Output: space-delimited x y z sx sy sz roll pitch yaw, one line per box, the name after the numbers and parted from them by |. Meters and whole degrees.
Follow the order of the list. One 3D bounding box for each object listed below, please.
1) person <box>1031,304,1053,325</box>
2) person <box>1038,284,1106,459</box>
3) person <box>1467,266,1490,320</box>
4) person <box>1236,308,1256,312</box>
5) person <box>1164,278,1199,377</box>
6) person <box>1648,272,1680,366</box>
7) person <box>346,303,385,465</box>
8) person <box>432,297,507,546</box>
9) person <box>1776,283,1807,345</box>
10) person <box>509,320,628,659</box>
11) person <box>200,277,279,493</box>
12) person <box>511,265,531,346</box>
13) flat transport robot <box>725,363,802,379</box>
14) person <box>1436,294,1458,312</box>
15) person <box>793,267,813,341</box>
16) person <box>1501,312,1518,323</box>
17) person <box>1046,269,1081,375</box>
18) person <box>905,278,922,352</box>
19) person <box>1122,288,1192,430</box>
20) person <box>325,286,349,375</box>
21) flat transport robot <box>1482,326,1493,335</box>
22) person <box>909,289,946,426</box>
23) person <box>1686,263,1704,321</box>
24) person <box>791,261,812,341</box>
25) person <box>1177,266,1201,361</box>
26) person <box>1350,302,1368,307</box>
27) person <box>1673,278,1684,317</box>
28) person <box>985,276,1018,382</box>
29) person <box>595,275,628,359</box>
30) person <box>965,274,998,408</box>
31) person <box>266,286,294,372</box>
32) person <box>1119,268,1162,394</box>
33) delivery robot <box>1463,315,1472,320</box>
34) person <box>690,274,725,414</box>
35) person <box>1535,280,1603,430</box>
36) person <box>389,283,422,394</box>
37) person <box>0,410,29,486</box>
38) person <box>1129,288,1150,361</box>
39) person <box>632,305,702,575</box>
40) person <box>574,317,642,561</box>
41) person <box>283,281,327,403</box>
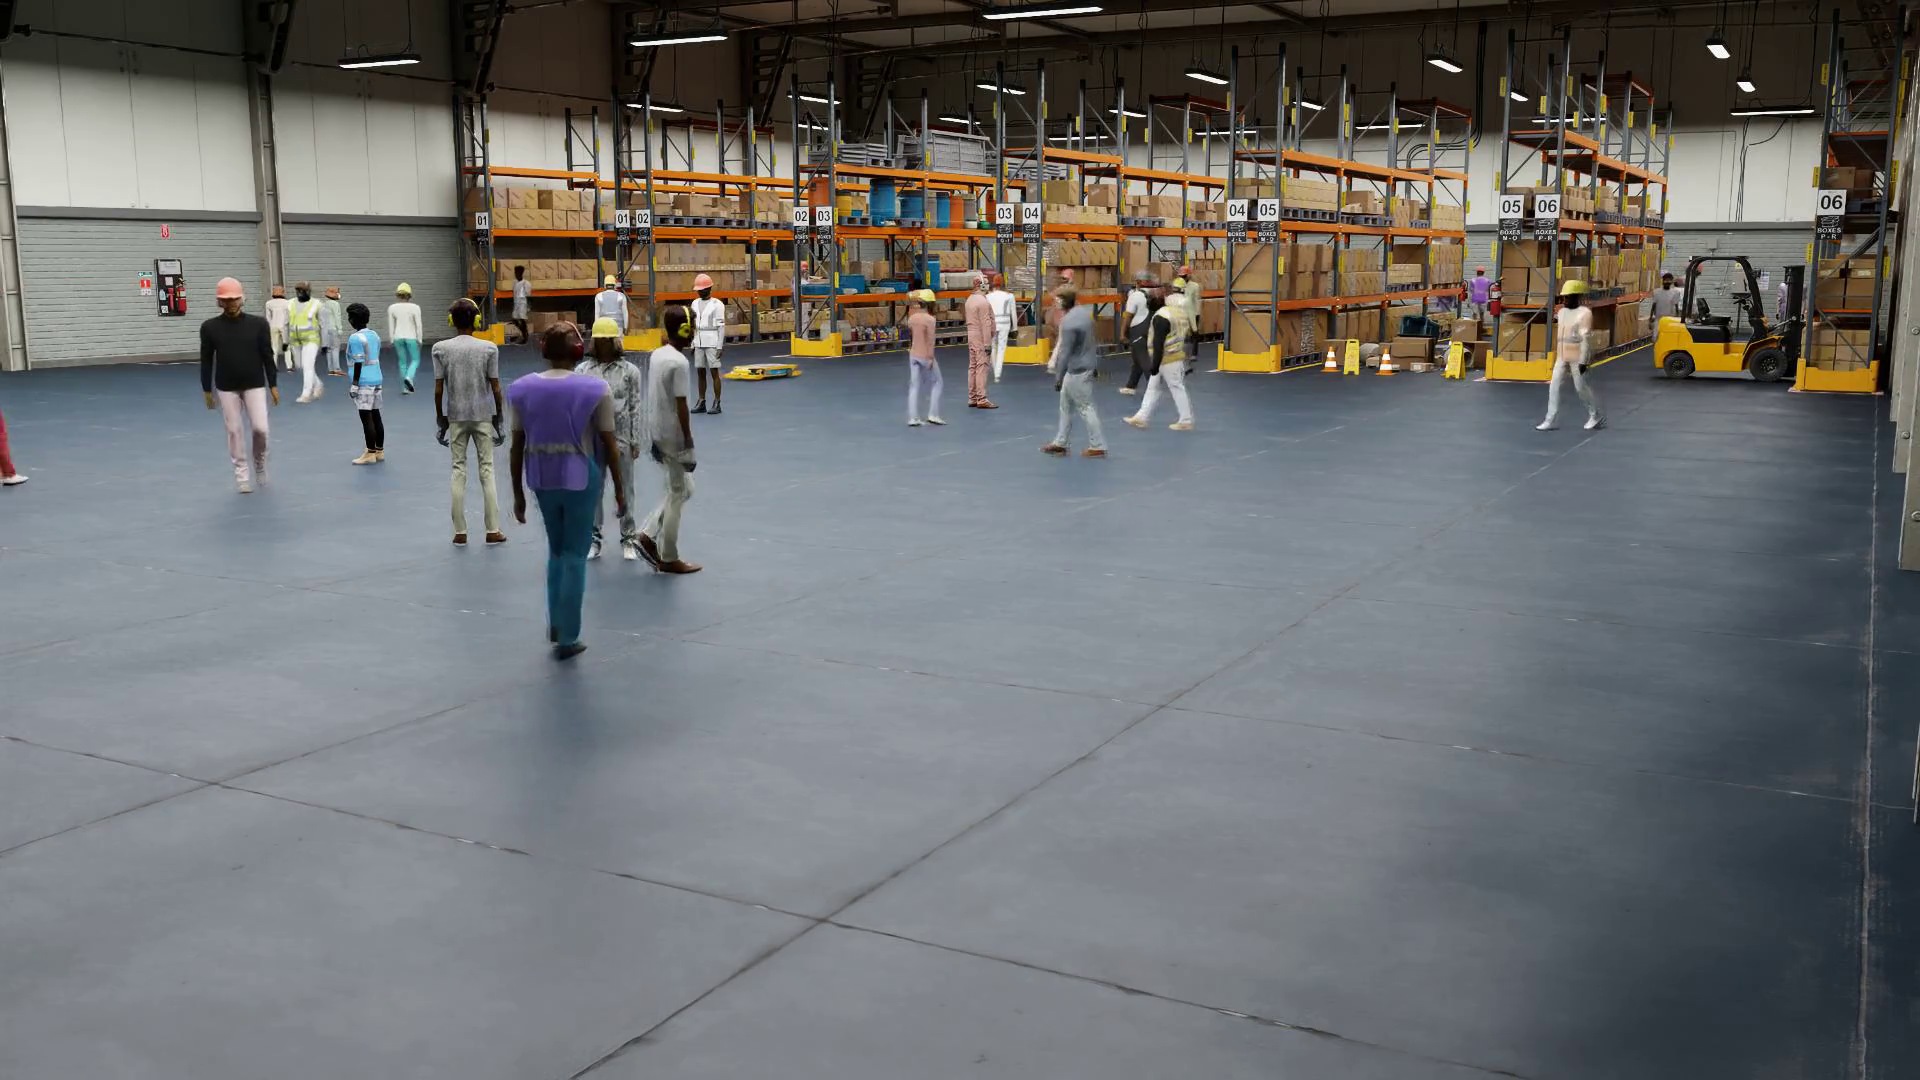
1.912 -5.208 37.668 0.625 1.934 0.363 0 10 1 | person
1.182 -1.794 17.805 0.840 1.881 0.707 3 10 15 | person
14.184 -6.541 45.510 0.583 1.901 0.639 2 10 12 | person
6.790 -5.340 39.297 0.540 1.620 0.560 7 12 35 | person
3.946 -3.770 29.655 0.937 1.778 0.588 -8 12 -38 | person
13.752 -4.289 32.477 0.565 1.856 0.387 5 11 26 | person
-6.228 -1.631 17.408 0.319 1.693 0.532 0 10 3 | person
-3.688 -0.884 12.520 0.514 1.870 0.328 -2 10 -9 | person
18.455 -5.082 36.952 0.585 1.918 0.378 5 11 27 | person
-2.120 -0.282 9.107 0.577 1.822 0.574 2 10 10 | person
-6.611 -1.408 15.252 0.657 1.979 0.434 -3 10 -19 | person
-10.685 -5.705 40.478 0.630 1.955 0.426 8 12 38 | person
-3.496 -3.021 29.701 0.652 0.197 1.431 5 11 29 | flat transport robot
13.551 -6.592 45.982 0.663 1.855 0.857 -7 12 -35 | person
-3.617 -5.383 38.750 0.408 1.908 0.646 -7 12 -34 | person
12.713 -5.356 38.521 0.544 1.923 0.491 5 11 28 | person
1.949 -4.007 30.621 1.039 1.946 0.627 -6 11 -31 | person
-0.950 -5.017 37.218 0.541 1.696 0.316 -1 10 -9 | person
2.486 -2.243 20.759 0.937 1.776 0.637 1 10 5 | person
-11.448 -3.829 30.447 0.286 1.632 0.500 -9 13 -42 | person
14.529 -5.766 45.769 0.652 0.197 1.431 -1 10 -5 | flat transport robot
-0.423 -2.334 21.351 0.598 1.747 0.528 -9 13 -42 | person
19.216 -6.220 43.387 0.989 1.988 0.620 6 11 30 | person
-3.869 -5.826 40.940 0.612 2.041 0.394 8 12 39 | person
4.707 -4.690 34.556 0.615 1.960 0.580 6 12 33 | person
10.380 -6.200 43.593 0.562 1.877 1.005 5 11 27 | person
18.468 -5.967 43.049 0.506 1.607 0.730 -4 10 -22 | person
0.700 -3.672 28.958 0.583 1.828 0.995 3 10 15 | person
-6.421 -3.972 30.706 0.599 1.830 0.404 -1 10 -7 | person
0.315 -2.842 23.859 0.407 1.913 0.641 -4 10 -22 | person
-12.770 -3.963 31.268 0.500 1.625 0.293 -1 10 -5 | person
2.857 -3.255 25.898 0.989 2.000 0.677 9 13 43 | person
13.830 -5.918 45.556 0.707 0.478 0.477 -1 10 -9 | delivery robot
-3.508 -2.696 22.955 0.542 1.929 0.368 5 11 27 | person
7.719 -2.316 20.853 0.934 1.894 0.596 -4 10 -22 | person
-8.723 -3.155 26.149 0.529 1.757 0.484 0 10 2 | person
-9.140 -1.332 15.537 0.527 1.740 0.770 1 10 6 | person
3.569 -4.325 32.820 0.524 1.815 0.735 0 10 -3 | person
-1.955 -0.671 11.321 0.429 1.848 0.576 -6 11 -31 | person
-2.522 -0.719 11.915 0.487 1.746 0.289 -1 10 -4 | person
-9.789 -2.982 24.973 0.636 1.819 0.818 2 10 10 | person
